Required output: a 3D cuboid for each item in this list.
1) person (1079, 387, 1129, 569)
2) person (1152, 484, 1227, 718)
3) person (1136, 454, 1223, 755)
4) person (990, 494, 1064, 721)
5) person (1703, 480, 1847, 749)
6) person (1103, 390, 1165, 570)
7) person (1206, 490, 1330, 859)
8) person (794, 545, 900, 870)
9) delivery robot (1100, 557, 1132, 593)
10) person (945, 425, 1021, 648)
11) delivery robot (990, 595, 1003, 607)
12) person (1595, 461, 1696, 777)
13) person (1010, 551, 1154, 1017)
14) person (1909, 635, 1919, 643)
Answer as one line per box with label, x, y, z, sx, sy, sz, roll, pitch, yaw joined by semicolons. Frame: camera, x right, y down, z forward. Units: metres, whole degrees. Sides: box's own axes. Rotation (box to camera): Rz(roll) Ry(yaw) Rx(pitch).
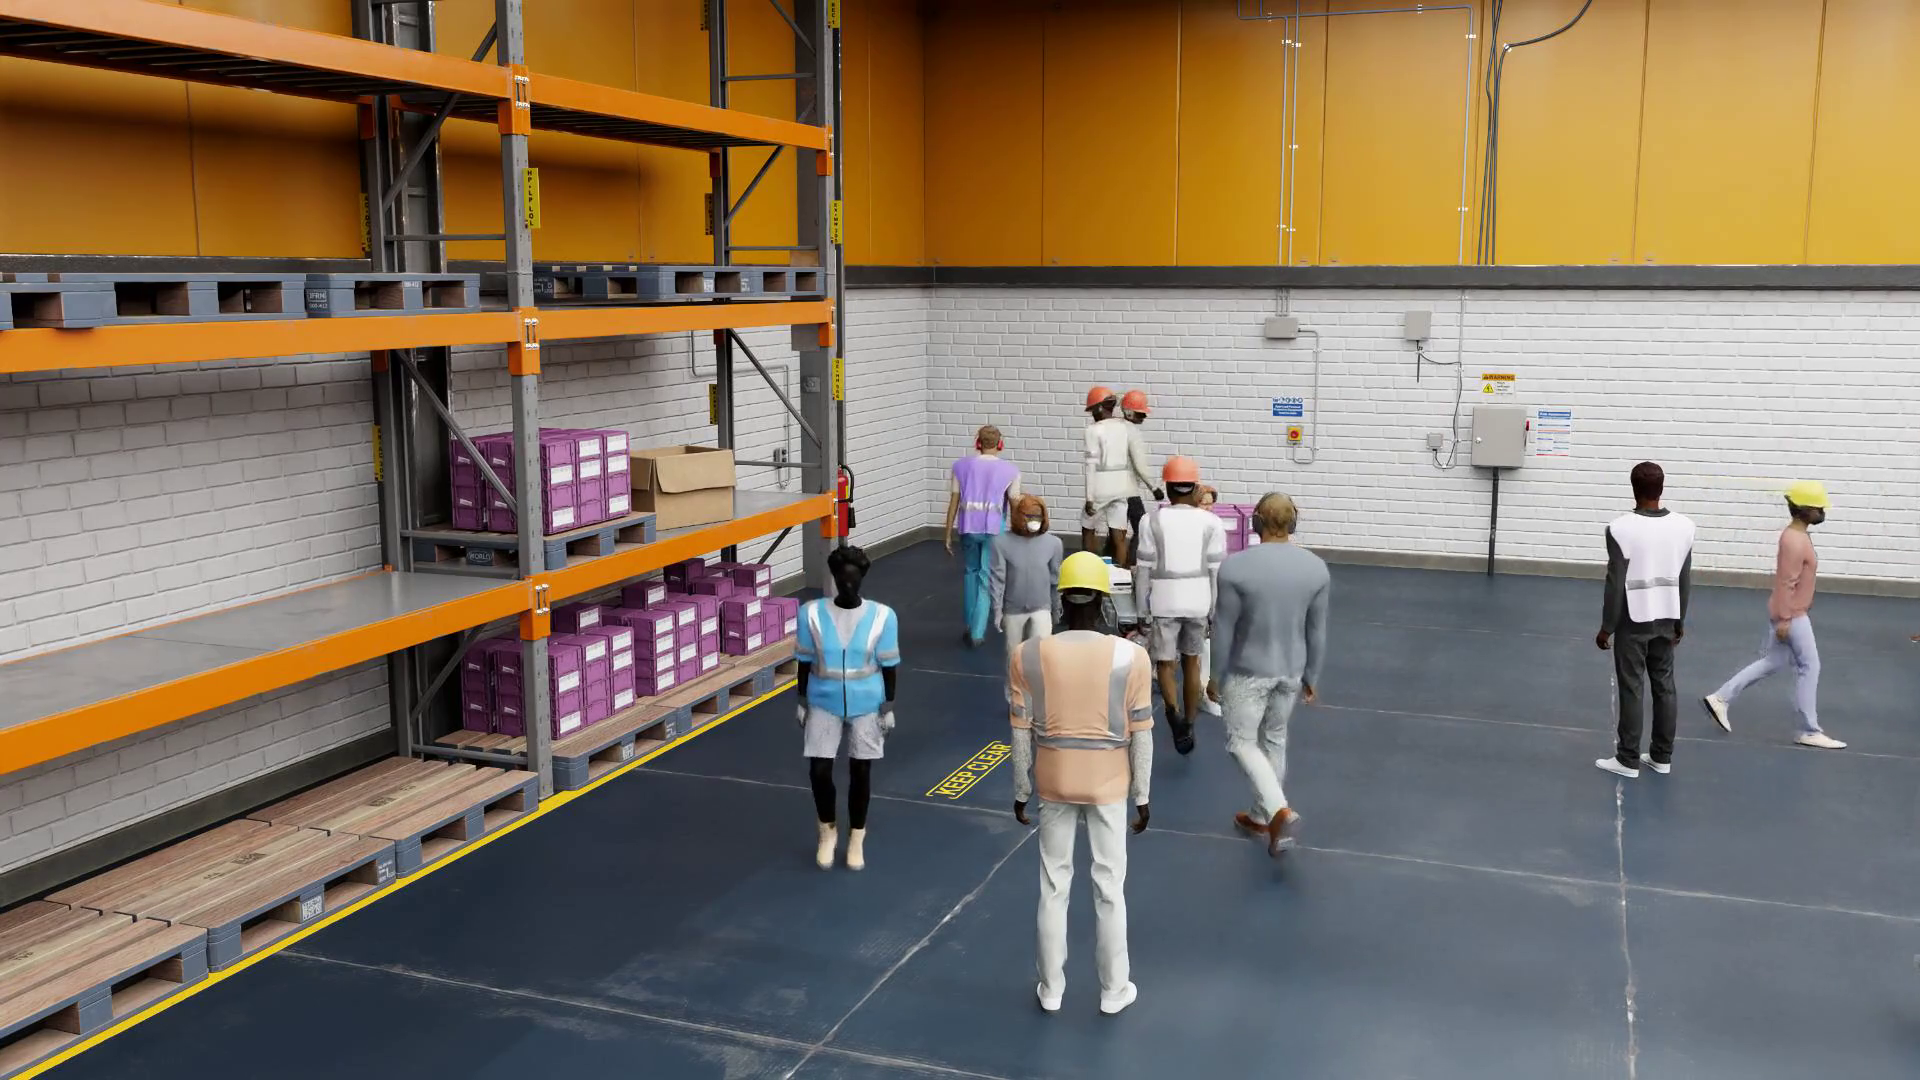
person;1.324;-0.438;15.620;0.633;1.983;0.859;-6;11;-34
person;1.614;0.387;11.658;0.508;1.601;0.823;-7;12;-38
person;1.393;0.427;10.460;0.551;1.913;0.721;0;9;-2
person;0.444;0.492;11.070;0.507;1.595;0.815;0;9;-3
person;5.325;0.459;10.791;0.804;1.736;0.531;4;10;24
person;1.635;-0.450;15.832;0.534;1.951;0.633;-2;9;-15
person;1.630;0.701;8.680;0.635;1.922;0.756;-3;10;-18
person;-0.570;0.856;8.410;0.544;1.683;0.409;0;9;-2
delivery robot;1.283;0.390;14.625;0.707;0.478;0.477;-1;9;-8
person;0.199;-0.038;13.676;0.599;1.801;0.661;2;9;10
delivery robot;0.554;0.403;14.544;0.707;0.478;0.477;-1;9;-8
person;4.142;0.485;10.060;0.590;1.917;0.395;-2;9;-15
person;0.498;1.002;6.812;0.585;1.918;0.378;2;9;11
person;8.273;-0.046;13.607;0.716;1.847;0.520;3;10;18
